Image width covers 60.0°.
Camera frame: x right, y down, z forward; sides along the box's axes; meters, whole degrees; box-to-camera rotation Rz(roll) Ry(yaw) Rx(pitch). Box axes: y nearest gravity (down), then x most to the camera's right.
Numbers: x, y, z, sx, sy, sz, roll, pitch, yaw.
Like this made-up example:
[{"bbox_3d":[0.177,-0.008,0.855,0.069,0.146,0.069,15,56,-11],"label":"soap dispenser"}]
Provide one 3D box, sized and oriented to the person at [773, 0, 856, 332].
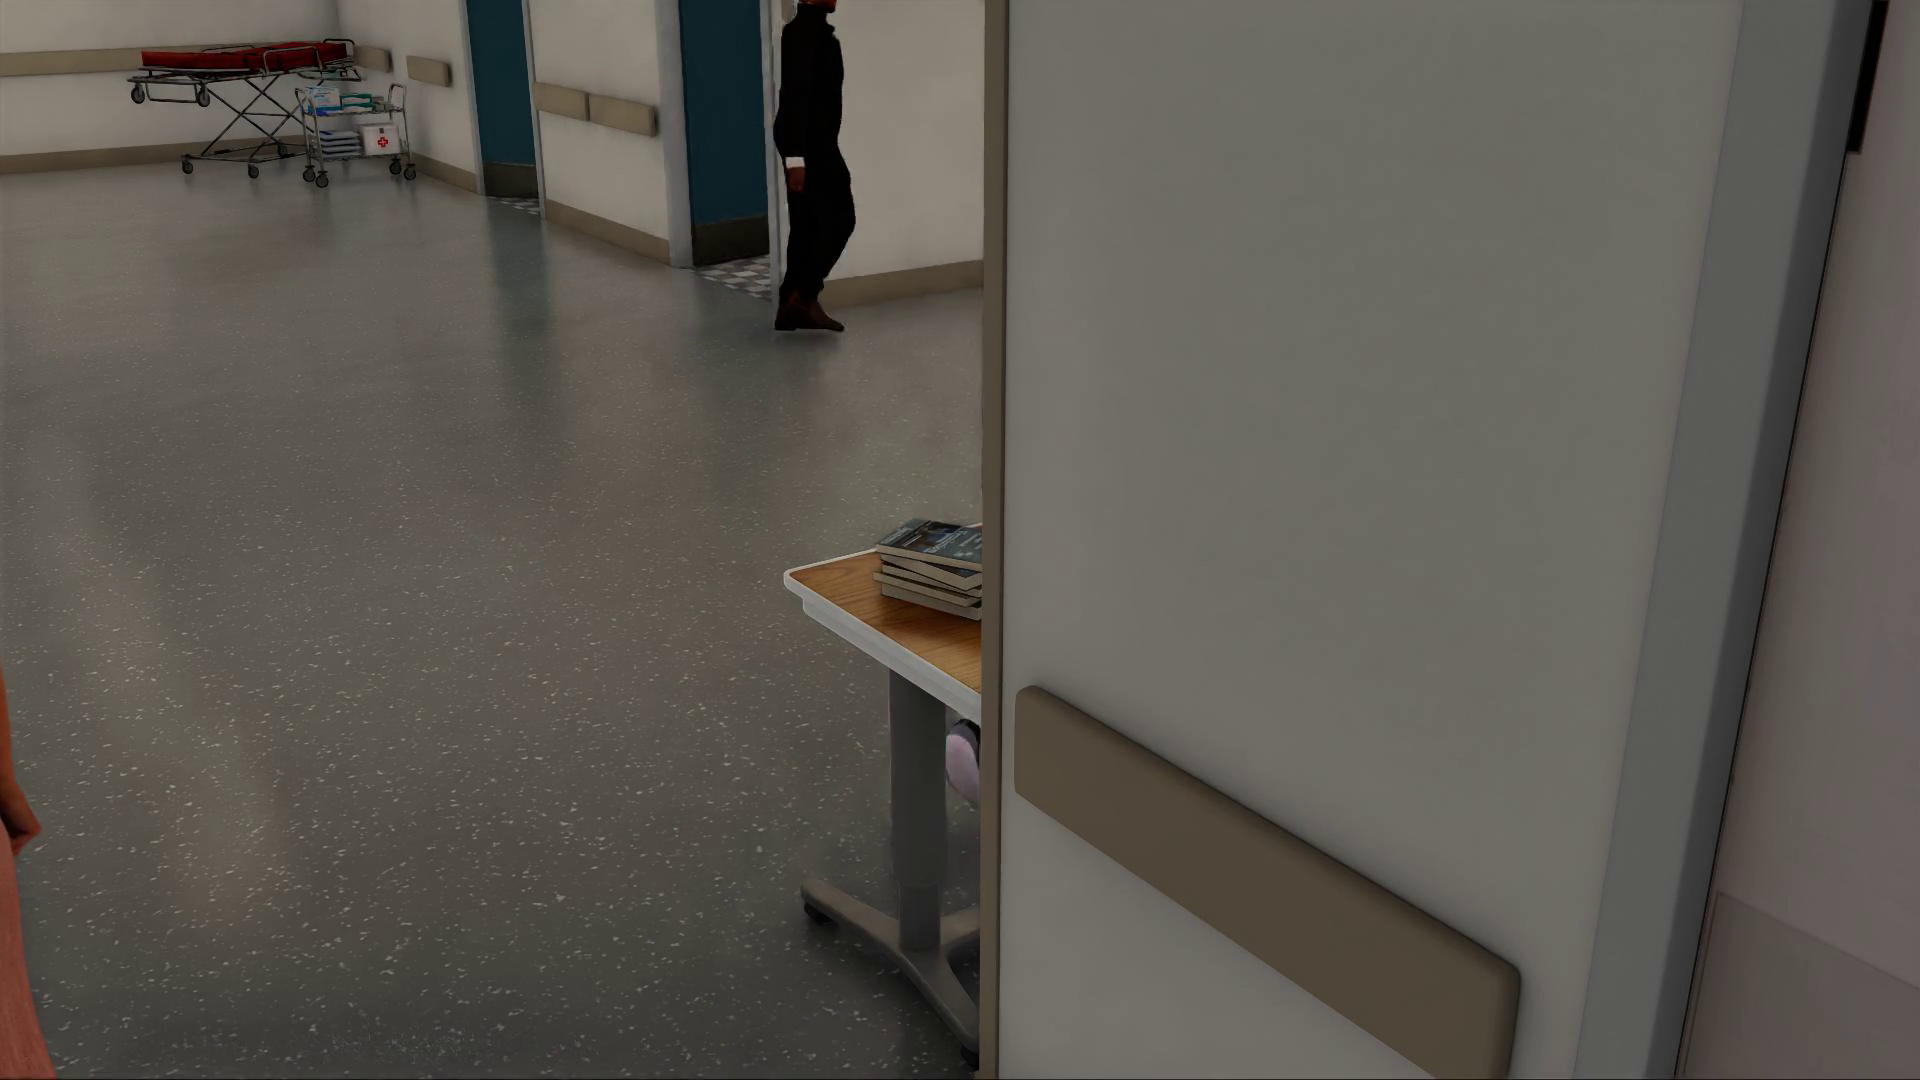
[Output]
[{"bbox_3d":[-0.877,-2.007,8.636,0.927,1.885,0.824,0,21,-1],"label":"person"}]
